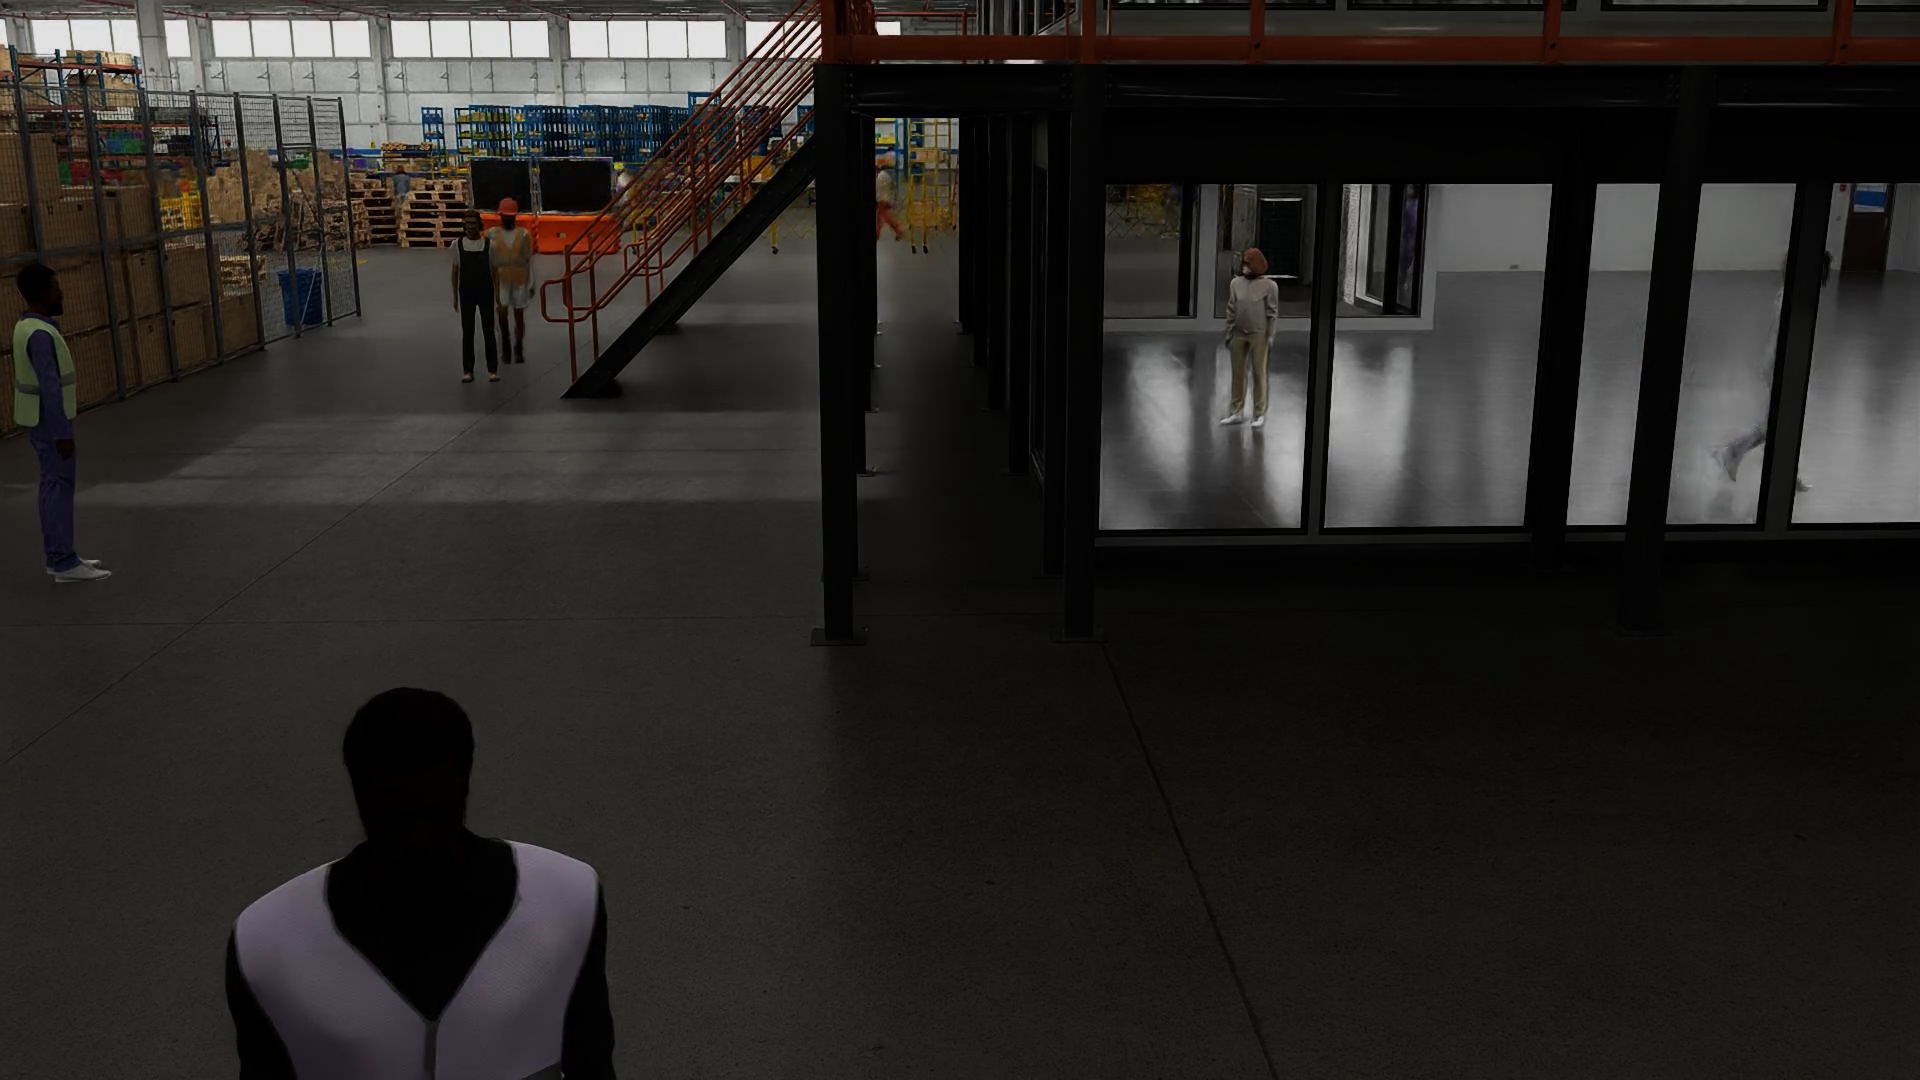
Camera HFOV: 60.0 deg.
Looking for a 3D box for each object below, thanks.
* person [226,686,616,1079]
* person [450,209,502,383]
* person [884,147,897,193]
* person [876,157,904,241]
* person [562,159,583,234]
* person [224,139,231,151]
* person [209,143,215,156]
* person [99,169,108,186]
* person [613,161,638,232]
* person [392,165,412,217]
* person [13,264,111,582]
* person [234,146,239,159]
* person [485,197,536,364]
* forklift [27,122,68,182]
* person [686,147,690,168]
[{"bbox_3d":[-0.857,1.135,2.779,0.586,1.910,0.396,-5,15,-21],"label":"person"},{"bbox_3d":[-5.194,-2.617,17.890,0.504,1.847,0.344,-3,14,-13],"label":"person"},{"bbox_3d":[-2.776,-15.016,67.169,0.603,2.001,1.057,-2,14,-9],"label":"person"},{"bbox_3d":[-1.762,-8.056,39.385,0.878,1.969,0.609,3,14,12],"label":"person"},{"bbox_3d":[-9.786,-8.649,41.924,0.984,1.883,0.565,3,14,12],"label":"person"},{"bbox_3d":[-36.271,-18.875,82.568,0.381,1.994,0.622,1,14,2],"label":"person"},{"bbox_3d":[-41.463,-21.130,92.114,0.411,1.735,0.571,6,15,23],"label":"person"},{"bbox_3d":[-15.937,-5.972,31.142,0.701,1.922,0.548,5,15,18],"label":"person"},{"bbox_3d":[-8.588,-8.764,42.531,0.526,1.809,0.635,-2,14,-9],"label":"person"},{"bbox_3d":[-15.675,-9.730,46.788,0.494,1.614,0.365,-4,15,-15],"label":"person"},{"bbox_3d":[-5.499,-0.698,10.073,0.383,1.919,0.597,-10,17,-34],"label":"person"},{"bbox_3d":[-32.257,-16.734,74.455,0.941,1.781,0.608,1,14,5],"label":"person"},{"bbox_3d":[-5.170,-2.970,19.164,0.576,1.908,0.663,-5,15,-19],"label":"person"},{"bbox_3d":[-35.376,-14.773,64.377,1.129,2.768,1.873,-1,14,-2],"label":"forklift"},{"bbox_3d":[-12.111,-16.737,74.525,0.378,1.755,0.525,2,14,8],"label":"person"}]
